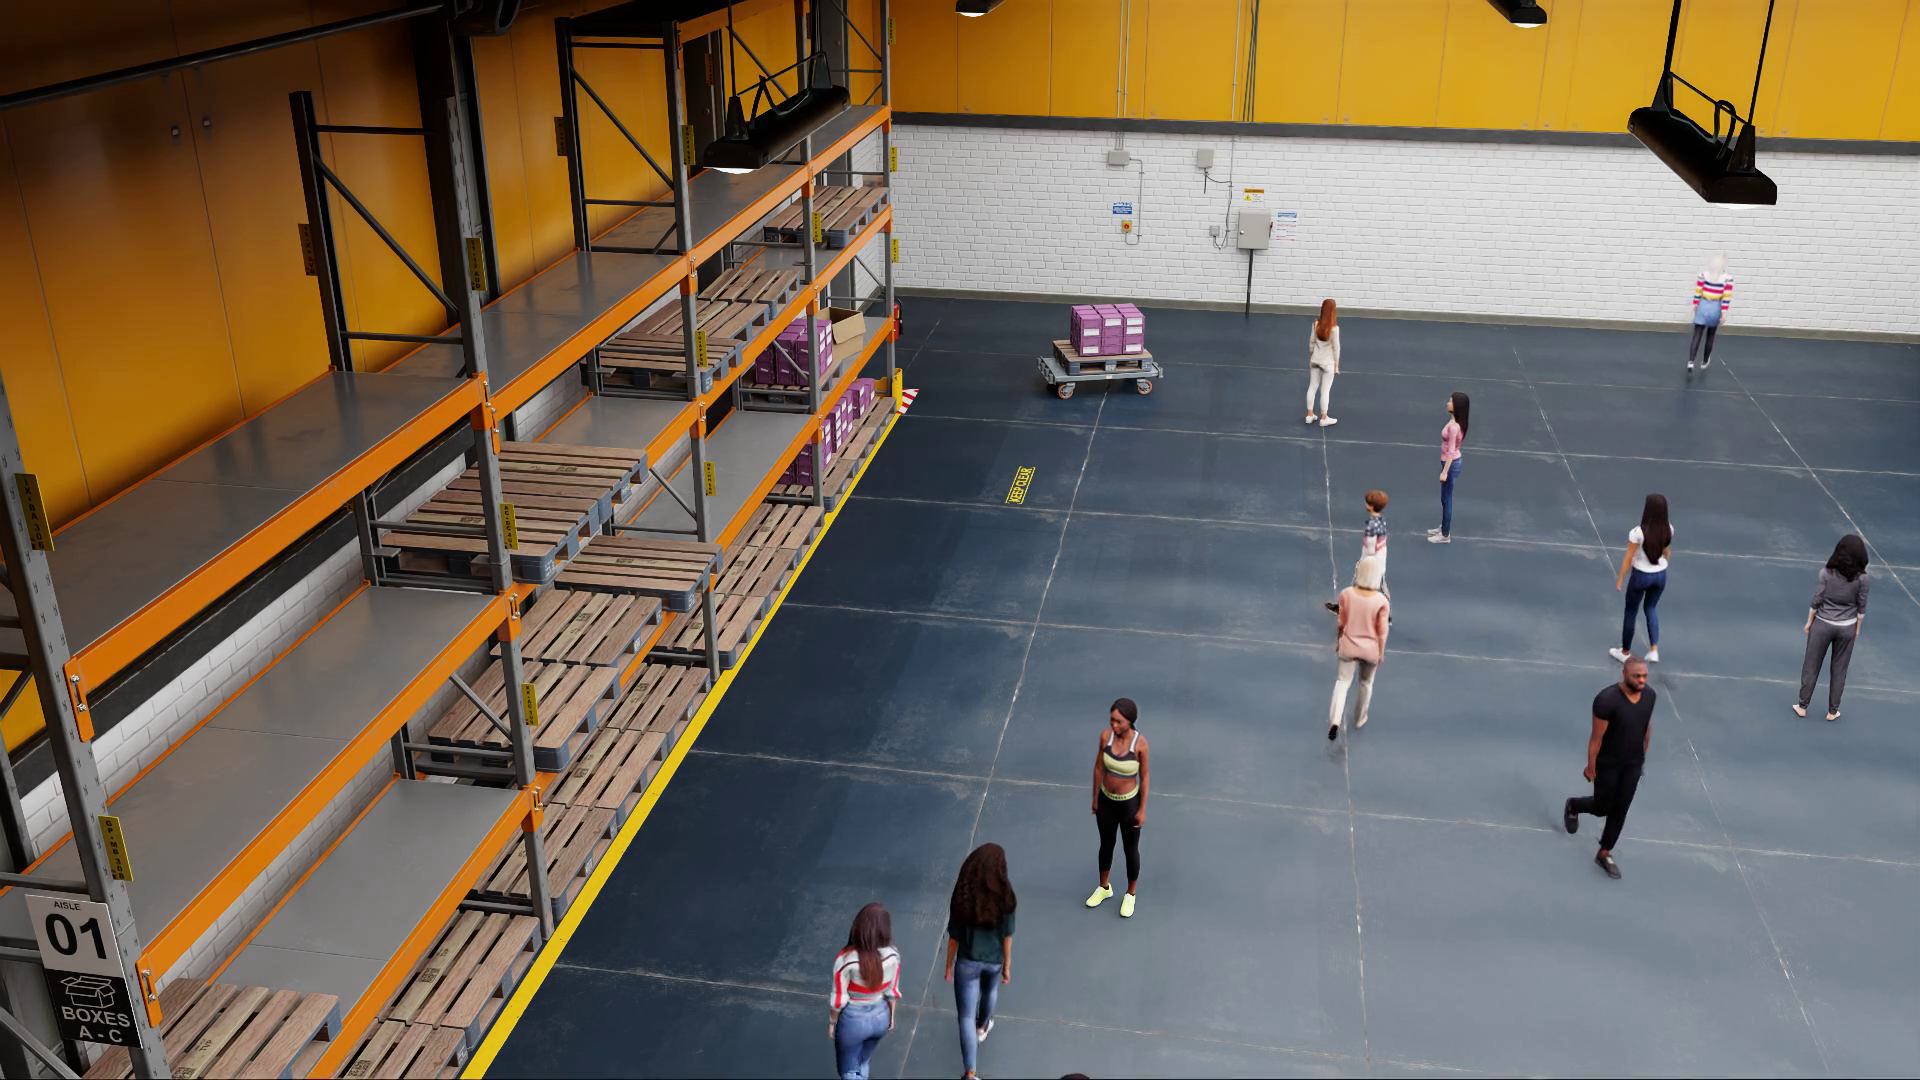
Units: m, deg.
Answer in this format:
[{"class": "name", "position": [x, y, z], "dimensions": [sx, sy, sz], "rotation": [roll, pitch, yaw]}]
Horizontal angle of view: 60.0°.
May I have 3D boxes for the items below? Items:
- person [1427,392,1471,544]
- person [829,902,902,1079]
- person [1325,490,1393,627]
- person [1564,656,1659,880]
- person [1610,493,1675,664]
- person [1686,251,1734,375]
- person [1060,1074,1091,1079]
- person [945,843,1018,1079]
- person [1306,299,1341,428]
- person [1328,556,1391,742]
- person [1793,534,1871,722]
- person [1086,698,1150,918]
[{"class": "person", "position": [5.438, -0.816, 18.462], "dimensions": [0.651, 1.743, 0.493], "rotation": [8, 25, 17]}, {"class": "person", "position": [-0.554, 2.957, 10.033], "dimensions": [0.891, 1.581, 0.998], "rotation": [-12, 26, -26]}, {"class": "person", "position": [4.170, 0.213, 16.528], "dimensions": [0.846, 1.406, 0.913], "rotation": [17, 29, 33]}, {"class": "person", "position": [4.973, 1.662, 12.716], "dimensions": [0.899, 1.804, 1.057], "rotation": [-6, 24, -13]}, {"class": "person", "position": [6.490, 0.410, 15.629], "dimensions": [0.777, 1.765, 0.858], "rotation": [-5, 24, -11]}, {"class": "person", "position": [10.776, -3.258, 23.999], "dimensions": [0.928, 1.782, 1.194], "rotation": [13, 27, 28]}, {"class": "person", "position": [0.568, 3.477, 8.648], "dimensions": [0.718, 1.737, 0.630], "rotation": [-11, 26, -23]}, {"class": "person", "position": [0.133, 2.731, 10.559], "dimensions": [0.858, 1.573, 1.138], "rotation": [-5, 24, -12]}, {"class": "person", "position": [4.803, -2.354, 22.020], "dimensions": [0.725, 1.711, 0.696], "rotation": [-21, 31, -40]}, {"class": "person", "position": [3.449, 0.960, 14.441], "dimensions": [0.780, 1.708, 1.039], "rotation": [11, 26, 24]}, {"class": "person", "position": [7.766, 0.779, 14.785], "dimensions": [0.648, 1.765, 0.597], "rotation": [10, 26, 23]}, {"class": "person", "position": [1.176, 1.929, 12.168], "dimensions": [0.621, 1.754, 0.596], "rotation": [12, 26, 25]}]
